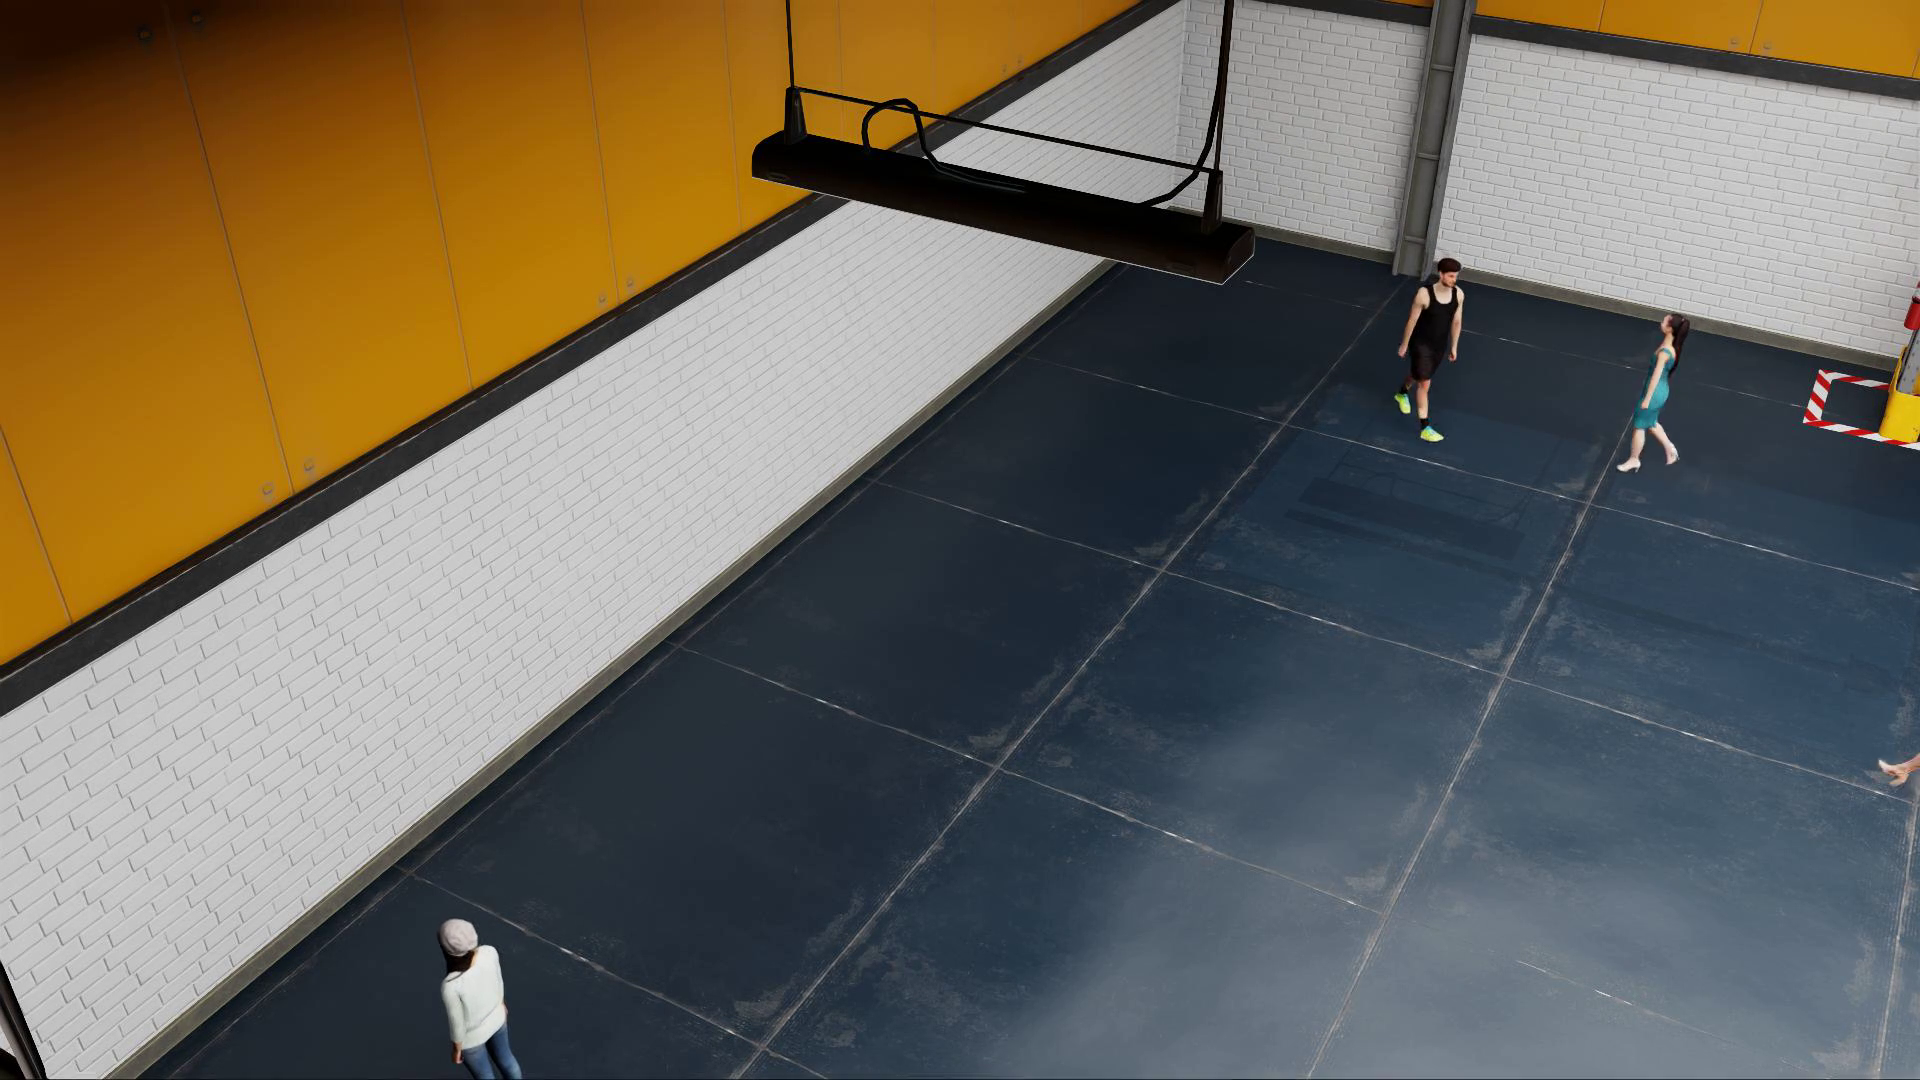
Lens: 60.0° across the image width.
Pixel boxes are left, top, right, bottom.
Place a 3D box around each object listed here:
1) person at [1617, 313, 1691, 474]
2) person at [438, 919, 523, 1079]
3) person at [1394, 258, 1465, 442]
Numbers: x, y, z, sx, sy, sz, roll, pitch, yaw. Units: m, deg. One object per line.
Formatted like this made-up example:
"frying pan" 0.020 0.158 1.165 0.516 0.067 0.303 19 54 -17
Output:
"person" 6.542 -1.321 15.490 0.748 1.678 0.574 20 39 27
"person" -2.718 2.741 9.406 0.477 1.647 0.577 17 37 23
"person" 4.551 -1.947 16.287 1.187 1.839 1.279 -9 35 -13
